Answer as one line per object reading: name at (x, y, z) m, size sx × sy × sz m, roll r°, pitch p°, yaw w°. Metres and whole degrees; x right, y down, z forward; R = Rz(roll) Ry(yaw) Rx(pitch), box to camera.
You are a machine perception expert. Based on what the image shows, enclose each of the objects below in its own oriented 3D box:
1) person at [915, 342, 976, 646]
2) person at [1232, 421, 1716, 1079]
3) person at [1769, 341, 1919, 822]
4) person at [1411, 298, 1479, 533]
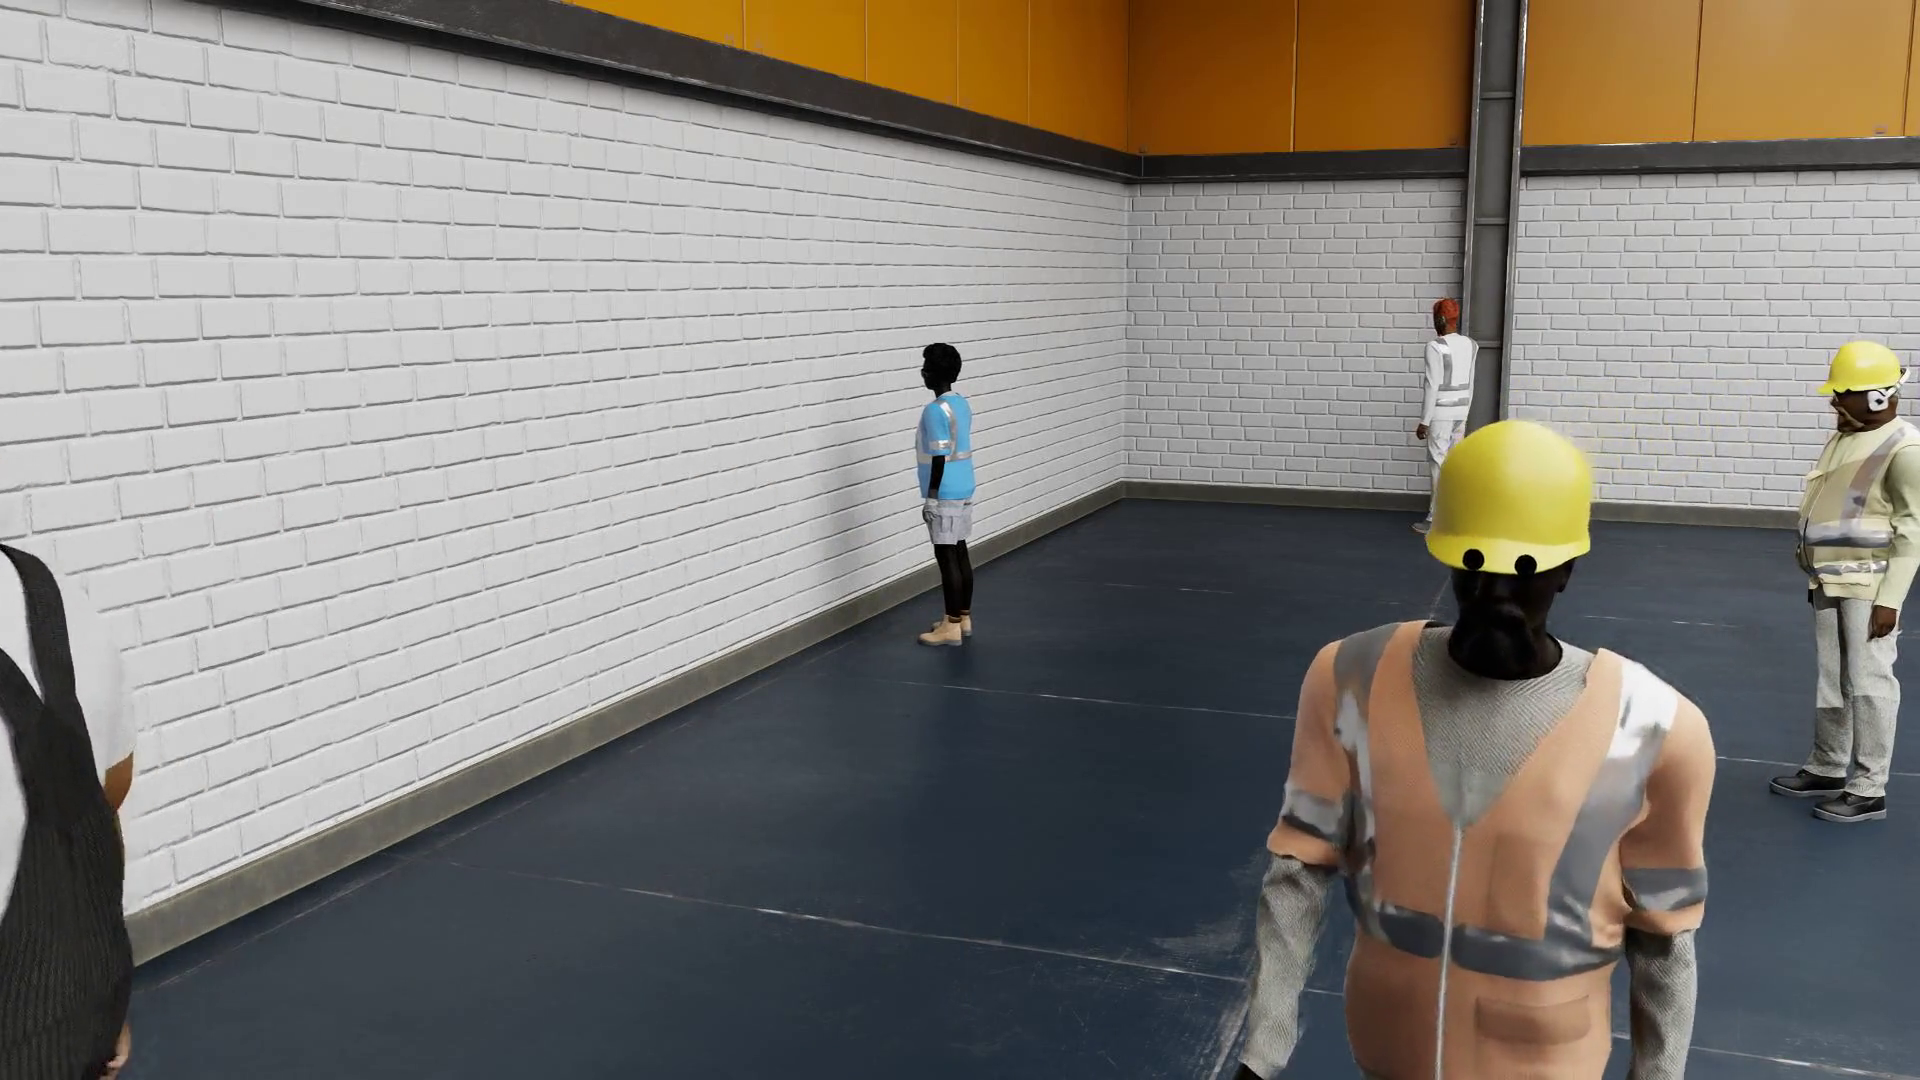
person at (-0.084, -0.257, 9.345) m, size 0.320 × 1.695 × 0.537 m, roll 3°, pitch 9°, yaw 17°
person at (0.760, 0.751, 2.485) m, size 0.604 × 1.872 × 1.009 m, roll 6°, pitch 11°, yaw 35°
person at (3.409, 0.158, 6.351) m, size 0.403 × 1.822 × 0.587 m, roll 0°, pitch 9°, yaw 0°
person at (3.885, -0.985, 13.333) m, size 0.574 × 1.886 × 0.356 m, roll -7°, pitch 11°, yaw -36°
